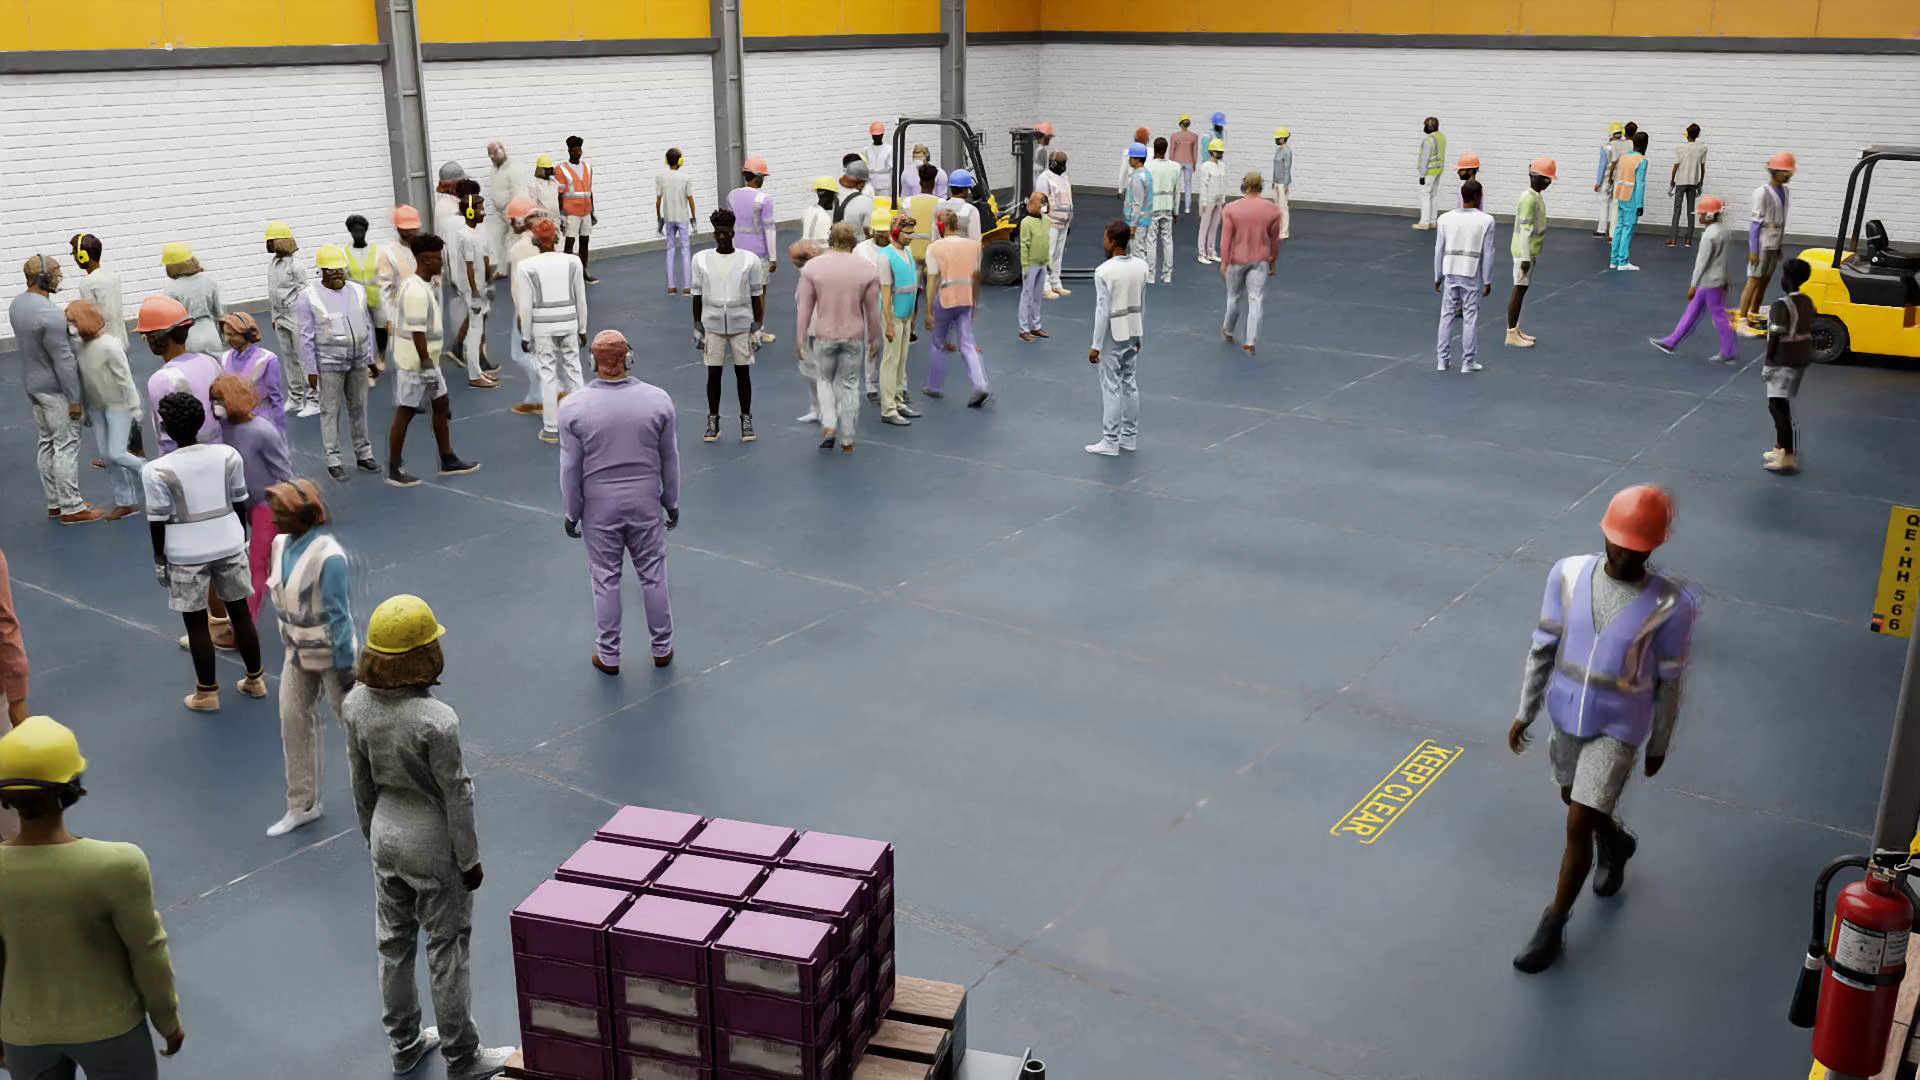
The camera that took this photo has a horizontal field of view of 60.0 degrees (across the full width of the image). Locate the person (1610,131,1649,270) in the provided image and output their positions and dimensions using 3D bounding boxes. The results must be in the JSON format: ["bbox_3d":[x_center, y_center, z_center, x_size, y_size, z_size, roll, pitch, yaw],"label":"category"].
[{"bbox_3d":[9.397,-4.754,23.342,0.397,1.911,0.587,-2,18,-7],"label":"person"}]

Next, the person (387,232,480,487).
[{"bbox_3d":[-4.159,-1.381,12.792,0.692,1.928,0.622,-3,18,-8],"label":"person"}]

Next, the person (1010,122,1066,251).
[{"bbox_3d":[1.069,-5.143,24.504,1.137,1.951,0.613,-9,20,-27],"label":"person"}]

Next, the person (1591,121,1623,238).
[{"bbox_3d":[10.405,-5.745,26.567,0.601,1.827,0.403,-5,18,-15],"label":"person"}]

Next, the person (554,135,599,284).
[{"bbox_3d":[-5.059,-4.350,21.983,0.363,1.962,0.612,14,22,36],"label":"person"}]

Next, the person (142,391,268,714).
[{"bbox_3d":[-3.925,0.064,8.634,0.321,1.693,0.540,14,23,38],"label":"person"}]

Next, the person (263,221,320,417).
[{"bbox_3d":[-6.025,-1.977,14.930,0.485,1.740,0.304,11,21,32],"label":"person"}]

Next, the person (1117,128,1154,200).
[{"bbox_3d":[2.685,-5.259,25.039,0.600,1.828,0.982,-1,18,-5],"label":"person"}]

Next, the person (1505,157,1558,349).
[{"bbox_3d":[6.172,-3.107,17.990,0.405,2.032,0.608,8,19,24],"label":"person"}]

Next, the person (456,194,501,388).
[{"bbox_3d":[-4.676,-2.398,16.055,0.325,1.861,0.512,-6,19,-18],"label":"person"}]

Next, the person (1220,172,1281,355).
[{"bbox_3d":[3.081,-2.981,17.822,0.659,1.885,1.012,-1,18,-2],"label":"person"}]

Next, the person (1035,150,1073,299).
[{"bbox_3d":[1.214,-3.998,21.087,0.429,1.843,0.622,11,21,31],"label":"person"}]

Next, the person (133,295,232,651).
[{"bbox_3d":[-4.364,-0.371,9.417,0.395,2.038,0.615,1,18,3],"label":"person"}]

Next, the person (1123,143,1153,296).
[{"bbox_3d":[2.235,-4.002,20.923,0.385,1.948,0.603,5,18,14],"label":"person"}]

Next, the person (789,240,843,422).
[{"bbox_3d":[-1.239,-1.816,14.605,0.505,1.617,0.547,1,18,4],"label":"person"}]

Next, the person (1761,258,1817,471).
[{"bbox_3d":[6.607,-1.388,13.228,0.630,1.662,0.470,-14,22,-37],"label":"person"}]

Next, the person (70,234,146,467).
[{"bbox_3d":[-6.829,-1.508,13.282,0.345,1.857,0.524,1,18,3],"label":"person"}]

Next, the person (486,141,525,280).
[{"bbox_3d":[-6.047,-4.470,22.540,0.707,1.857,0.835,16,24,40],"label":"person"}]

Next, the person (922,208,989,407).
[{"bbox_3d":[-0.053,-2.140,15.355,0.623,1.802,0.903,-10,20,-29],"label":"person"}]

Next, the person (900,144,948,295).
[{"bbox_3d":[-0.461,-4.041,21.084,0.636,1.930,0.375,6,19,18],"label":"person"}]

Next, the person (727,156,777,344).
[{"bbox_3d":[-2.232,-3.145,18.123,0.618,2.028,0.410,11,21,31],"label":"person"}]

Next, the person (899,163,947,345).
[{"bbox_3d":[-0.362,-3.087,18.050,0.615,1.960,0.362,3,18,8],"label":"person"}]

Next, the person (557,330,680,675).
[{"bbox_3d":[-1.856,-0.202,9.110,0.651,1.904,0.403,-7,19,-21],"label":"person"}]

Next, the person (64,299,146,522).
[{"bbox_3d":[-6.024,-0.922,11.829,0.552,1.610,0.431,8,19,23],"label":"person"}]

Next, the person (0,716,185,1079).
[{"bbox_3d":[-2.427,1.320,4.589,0.531,1.760,0.338,-1,18,-4],"label":"person"}]

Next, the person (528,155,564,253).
[{"bbox_3d":[-5.358,-4.128,21.648,0.320,1.742,0.492,12,22,34],"label":"person"}]

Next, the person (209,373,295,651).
[{"bbox_3d":[-4.073,-0.176,9.540,0.504,1.578,0.889,10,20,28],"label":"person"}]

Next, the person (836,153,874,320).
[{"bbox_3d":[-1.245,-3.489,19.290,0.607,1.966,0.373,7,19,20],"label":"person"}]

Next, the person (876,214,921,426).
[{"bbox_3d":[-0.562,-1.945,14.670,0.388,1.837,0.564,5,19,17],"label":"person"}]

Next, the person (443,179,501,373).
[{"bbox_3d":[-4.873,-2.603,16.546,0.627,1.948,0.456,15,23,40],"label":"person"}]

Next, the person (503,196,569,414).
[{"bbox_3d":[-3.800,-2.054,14.789,0.564,1.971,0.616,4,18,12],"label":"person"}]

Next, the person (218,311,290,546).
[{"bbox_3d":[-4.729,-0.730,11.207,0.525,1.631,0.313,7,19,22],"label":"person"}]

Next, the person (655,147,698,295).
[{"bbox_3d":[-3.619,-4.067,21.270,0.533,1.861,0.309,3,18,8],"label":"person"}]
